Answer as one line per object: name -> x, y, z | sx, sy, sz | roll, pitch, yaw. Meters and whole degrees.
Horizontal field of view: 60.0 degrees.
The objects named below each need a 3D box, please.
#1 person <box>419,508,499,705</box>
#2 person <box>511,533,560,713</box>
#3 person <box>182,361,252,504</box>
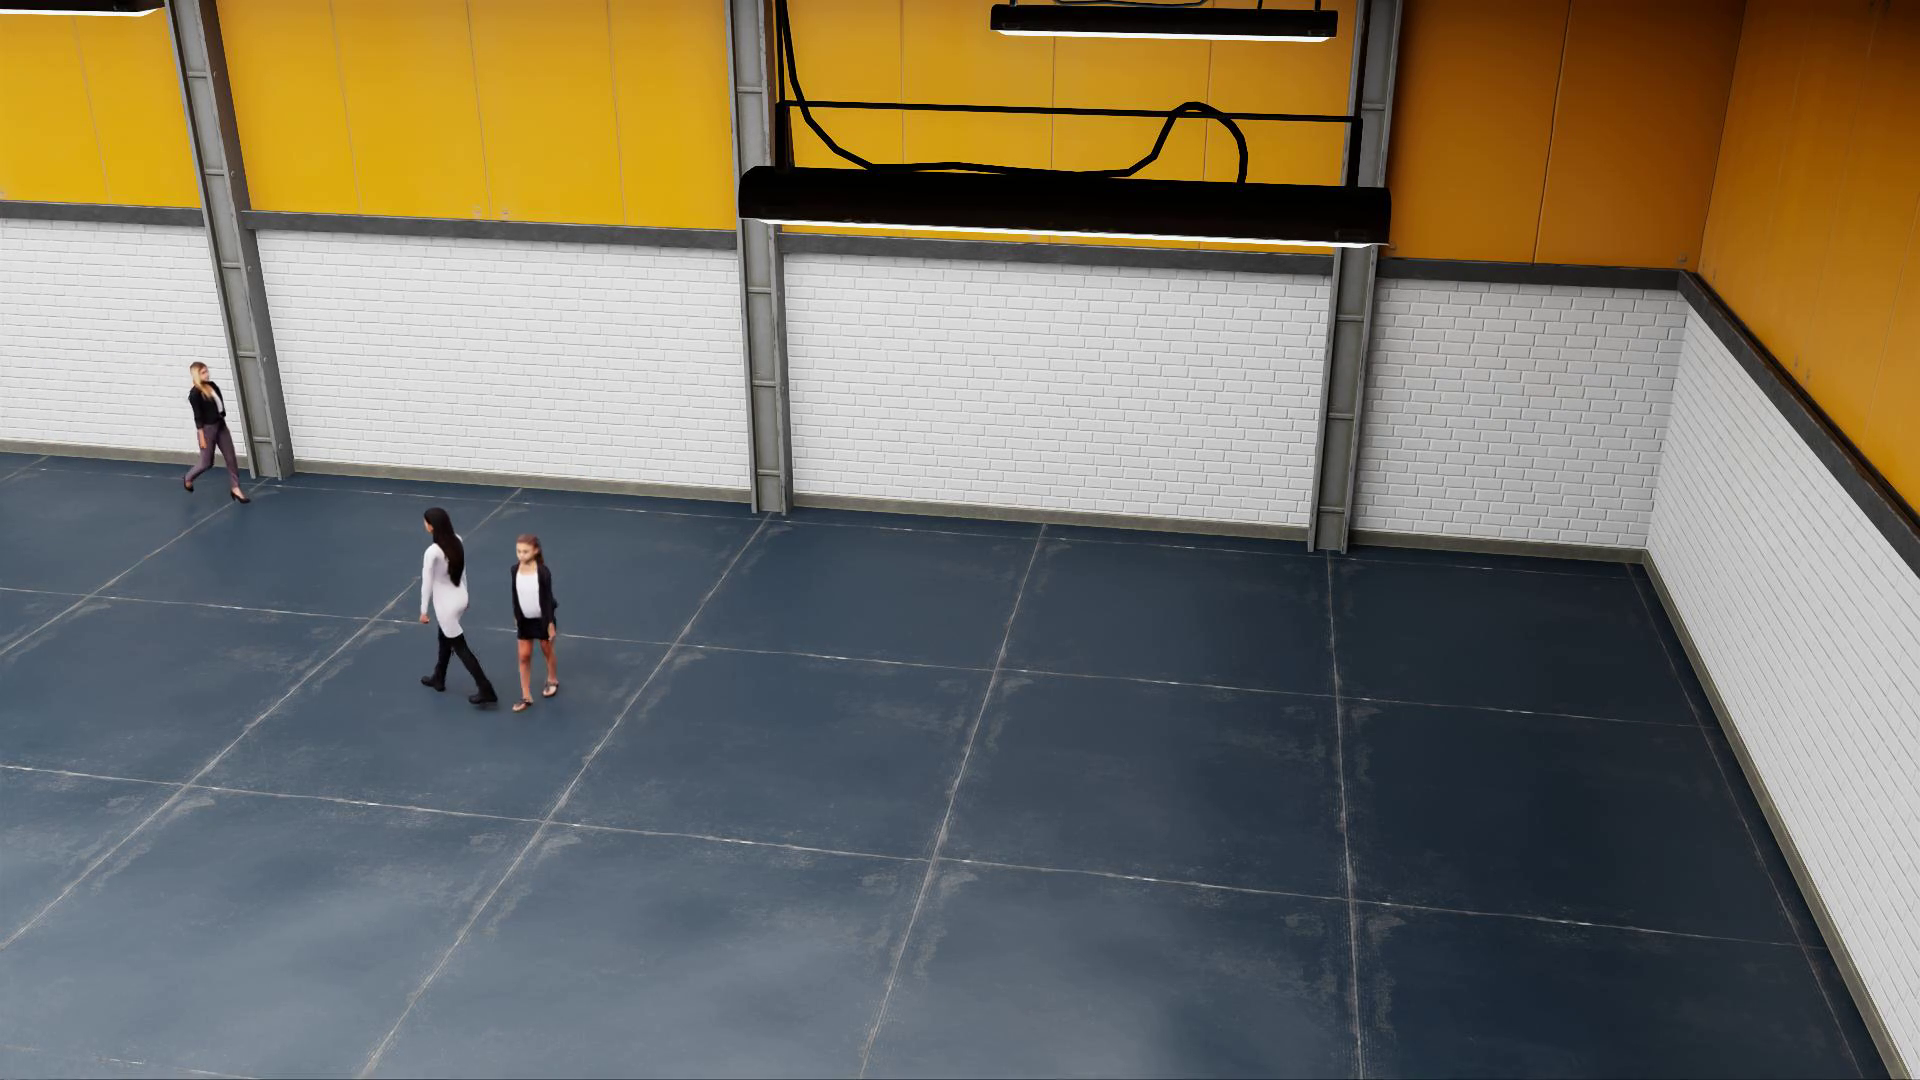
person -> -4.230, 0.595, 13.995 | 1.102, 1.770, 0.724 | 8, 25, 17
person -> -3.583, 0.633, 14.200 | 0.798, 1.536, 0.621 | 3, 24, 7
person -> -8.242, -1.145, 18.137 | 0.983, 1.640, 0.604 | 4, 24, 9
